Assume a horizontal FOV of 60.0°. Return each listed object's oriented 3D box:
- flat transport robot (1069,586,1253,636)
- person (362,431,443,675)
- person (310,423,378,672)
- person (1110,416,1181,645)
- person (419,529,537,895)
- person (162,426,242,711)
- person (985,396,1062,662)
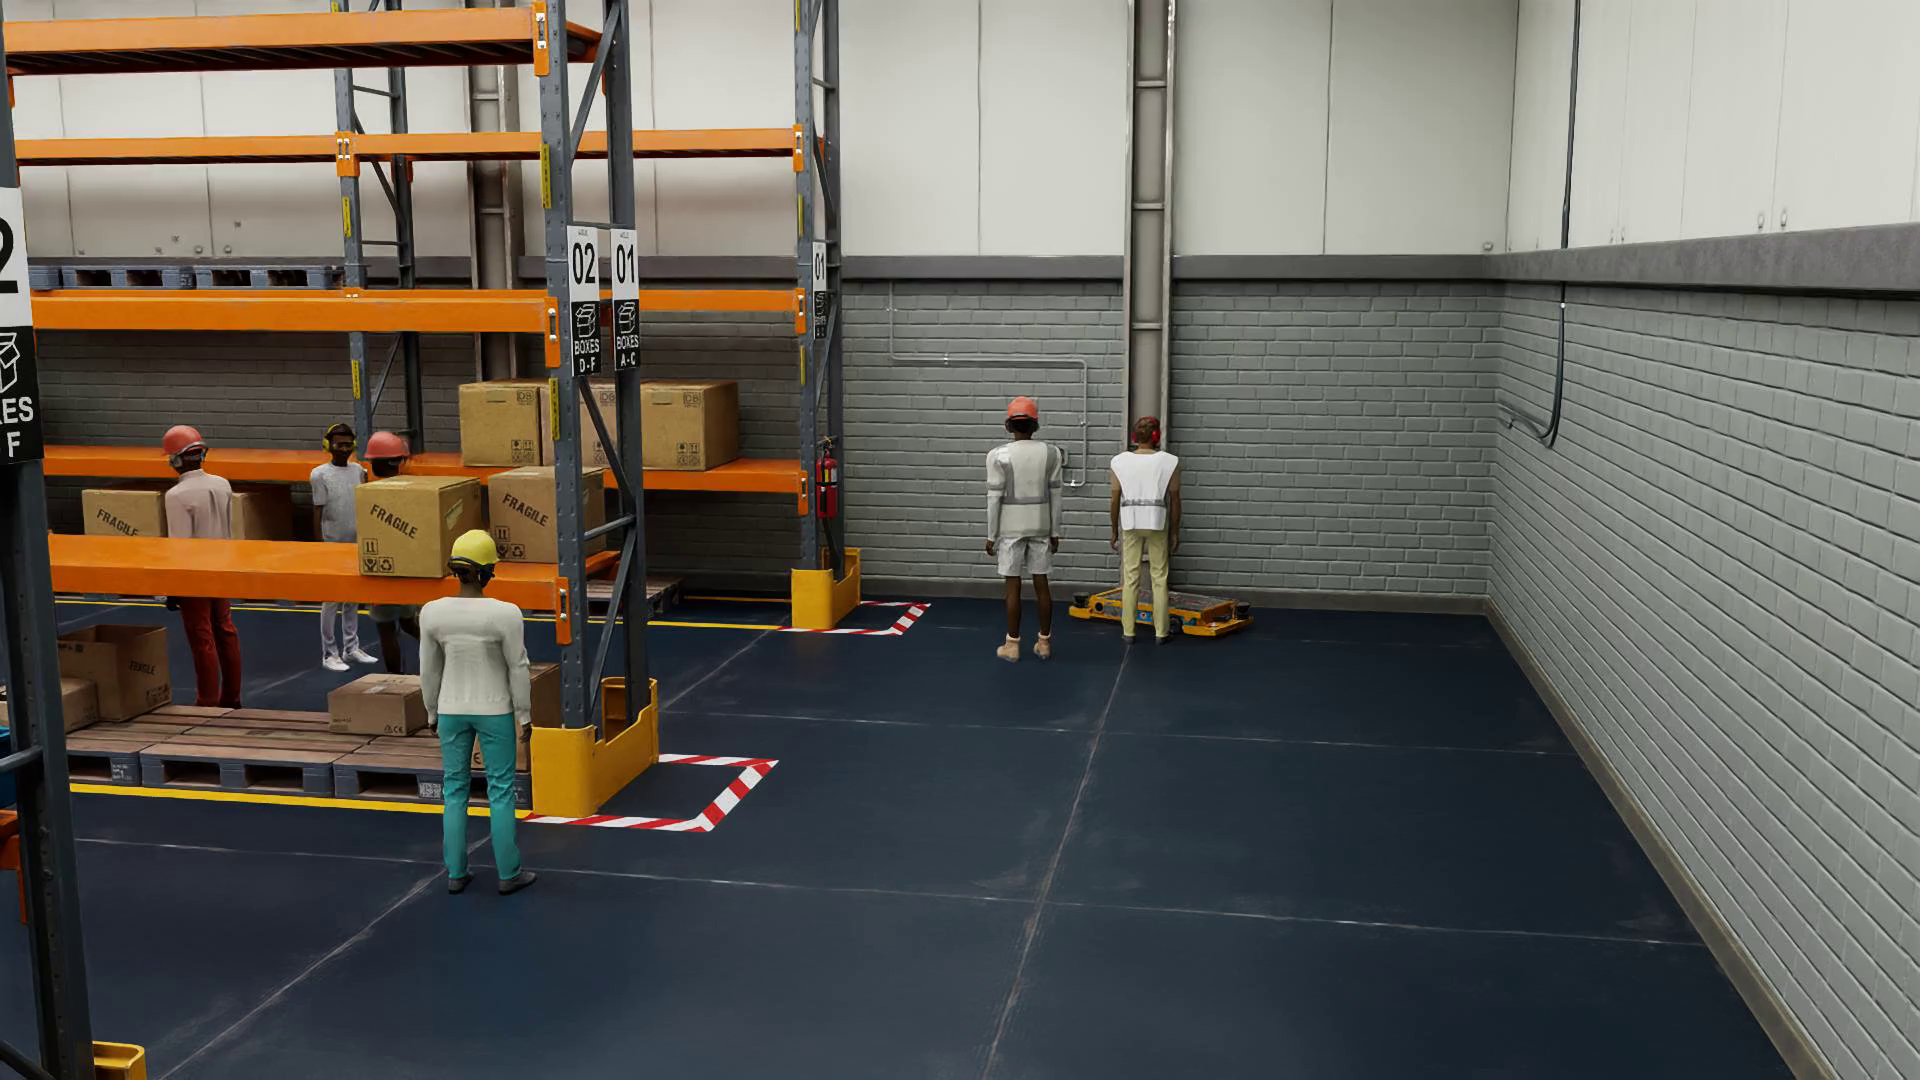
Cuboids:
[{"bbox_3d":[1.699,0.586,14.125,1.431,0.197,0.652,7,12,37],"label":"flat transport robot"},{"bbox_3d":[-3.778,0.214,11.364,0.654,1.919,0.541,4,10,21],"label":"person"},{"bbox_3d":[-4.640,0.049,12.530,0.315,1.864,0.526,4,10,24],"label":"person"},{"bbox_3d":[1.475,-0.067,13.316,0.564,1.841,0.391,2,9,10],"label":"person"},{"bbox_3d":[-2.312,0.828,7.999,0.533,1.767,0.325,1,9,6],"label":"person"},{"bbox_3d":[-5.024,0.238,10.974,0.392,1.988,0.608,2,9,10],"label":"person"},{"bbox_3d":[0.478,-0.081,12.787,0.609,2.040,0.395,-3,10,-17],"label":"person"}]
